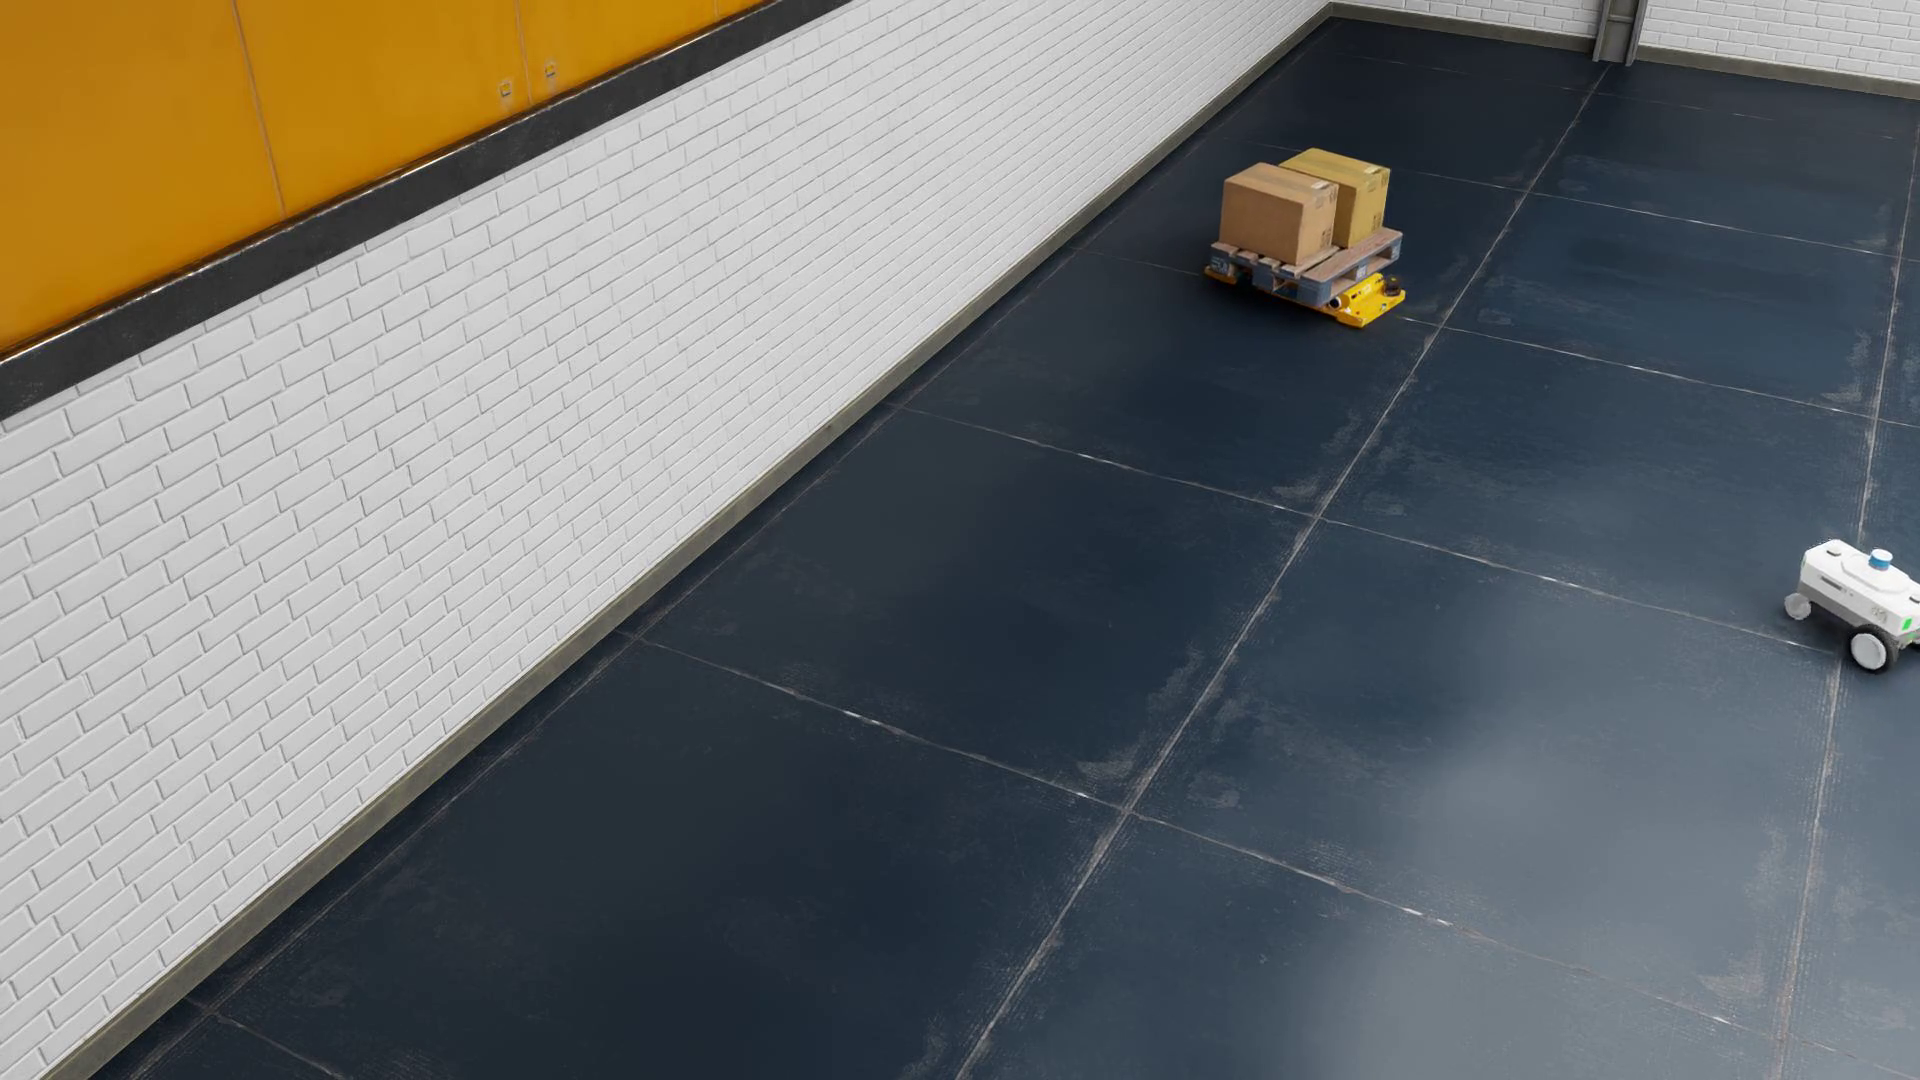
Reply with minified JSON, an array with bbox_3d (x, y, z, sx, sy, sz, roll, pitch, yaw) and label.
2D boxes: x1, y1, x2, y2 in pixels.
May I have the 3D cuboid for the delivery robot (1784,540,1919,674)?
[{"bbox_3d":[5.041,0.336,9.219,0.499,0.592,0.774,-17,38,-24],"label":"delivery robot"}]

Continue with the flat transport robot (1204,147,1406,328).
[{"bbox_3d":[2.695,-2.053,13.032,1.431,0.231,0.659,26,42,33],"label":"flat transport robot"}]
